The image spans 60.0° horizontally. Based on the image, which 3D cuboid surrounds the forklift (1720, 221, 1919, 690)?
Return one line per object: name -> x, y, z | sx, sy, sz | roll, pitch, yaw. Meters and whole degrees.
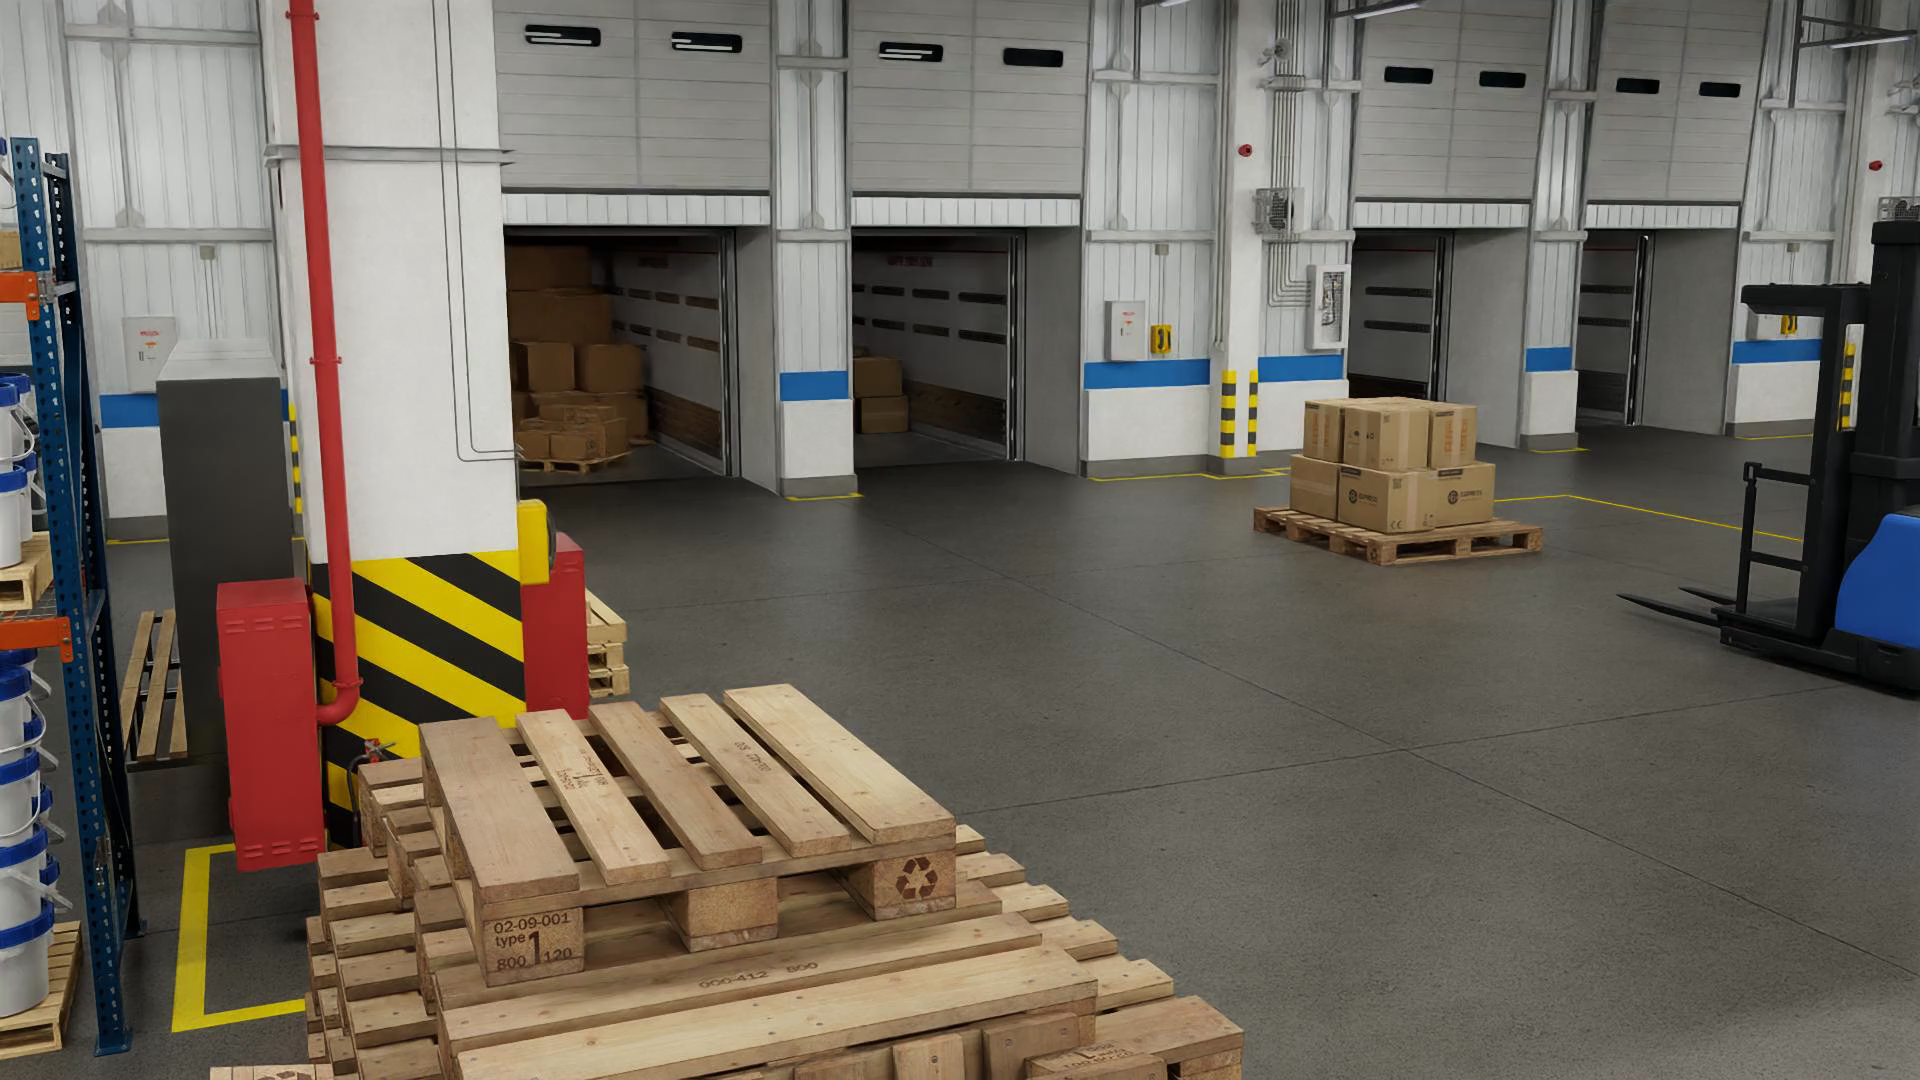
forklift -> 5.949, -0.550, 10.218 | 1.129, 2.768, 1.873 | -4, 11, -23
